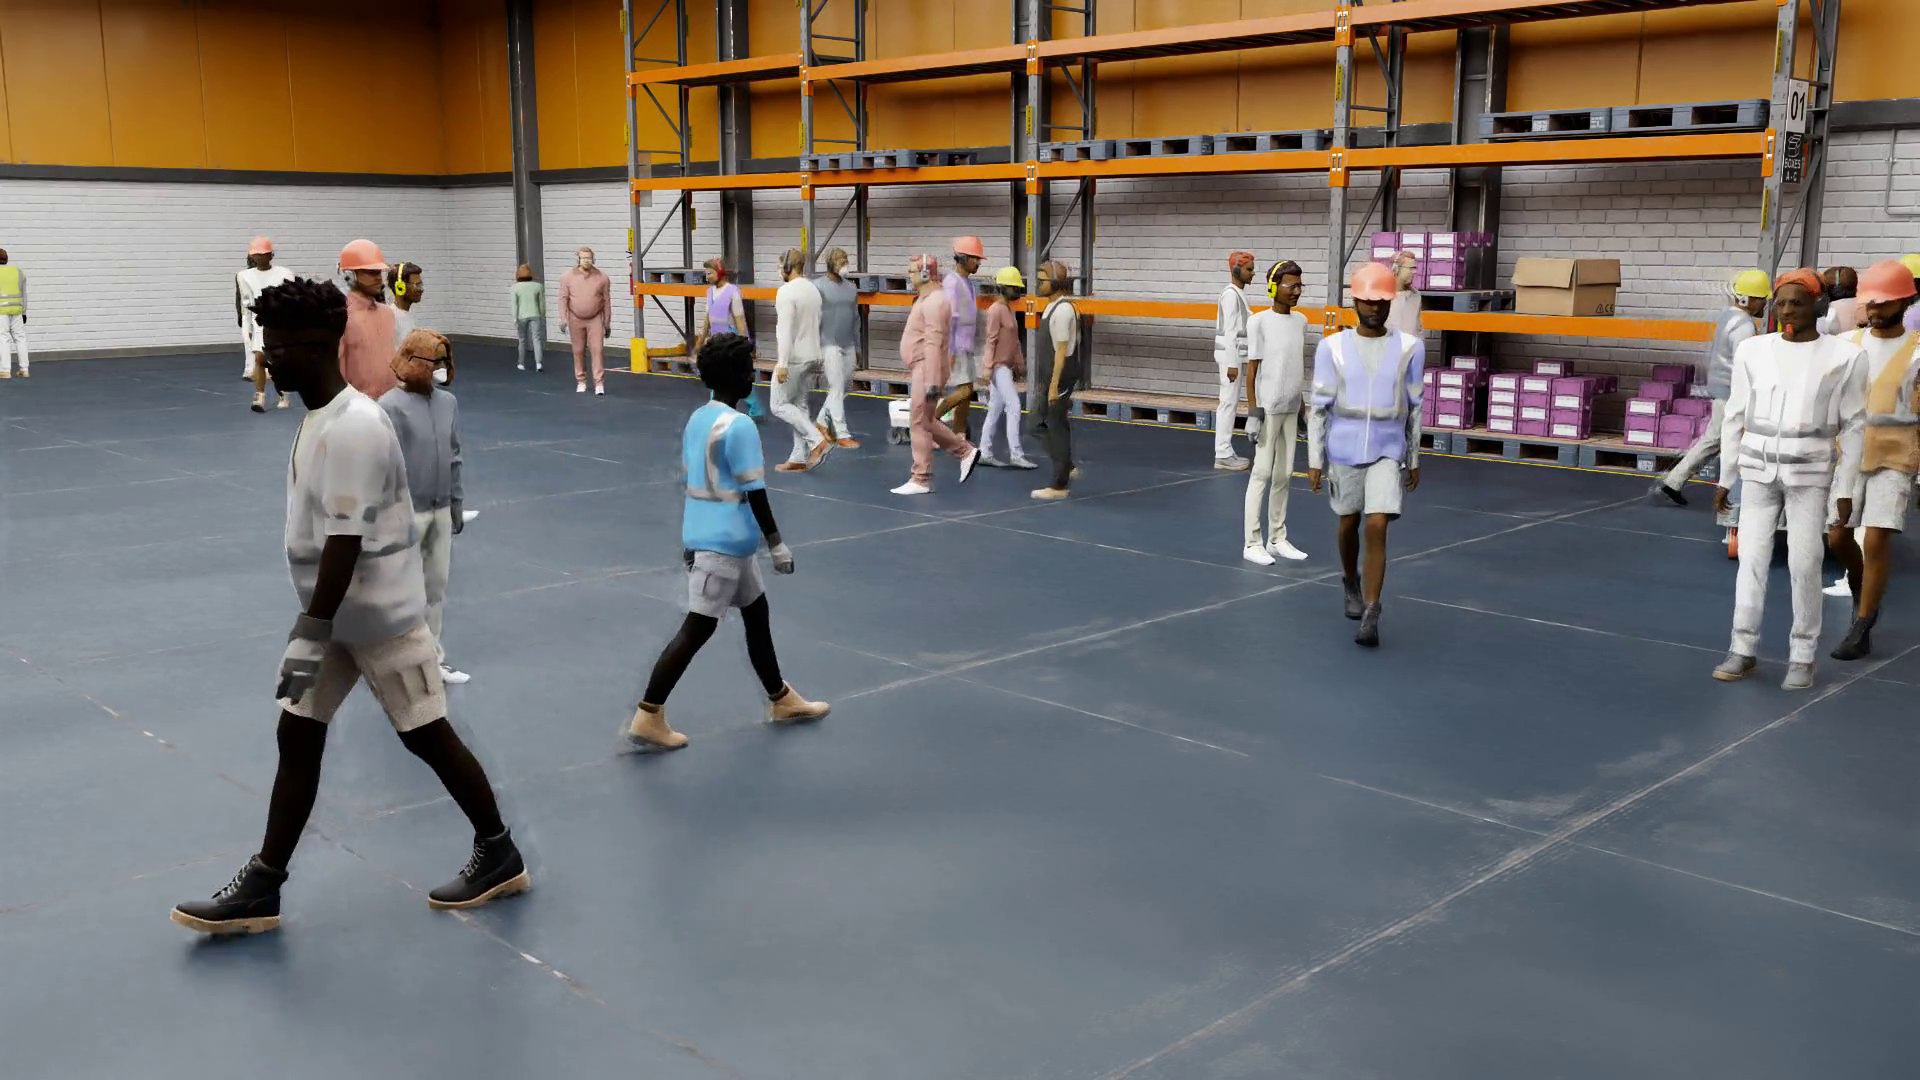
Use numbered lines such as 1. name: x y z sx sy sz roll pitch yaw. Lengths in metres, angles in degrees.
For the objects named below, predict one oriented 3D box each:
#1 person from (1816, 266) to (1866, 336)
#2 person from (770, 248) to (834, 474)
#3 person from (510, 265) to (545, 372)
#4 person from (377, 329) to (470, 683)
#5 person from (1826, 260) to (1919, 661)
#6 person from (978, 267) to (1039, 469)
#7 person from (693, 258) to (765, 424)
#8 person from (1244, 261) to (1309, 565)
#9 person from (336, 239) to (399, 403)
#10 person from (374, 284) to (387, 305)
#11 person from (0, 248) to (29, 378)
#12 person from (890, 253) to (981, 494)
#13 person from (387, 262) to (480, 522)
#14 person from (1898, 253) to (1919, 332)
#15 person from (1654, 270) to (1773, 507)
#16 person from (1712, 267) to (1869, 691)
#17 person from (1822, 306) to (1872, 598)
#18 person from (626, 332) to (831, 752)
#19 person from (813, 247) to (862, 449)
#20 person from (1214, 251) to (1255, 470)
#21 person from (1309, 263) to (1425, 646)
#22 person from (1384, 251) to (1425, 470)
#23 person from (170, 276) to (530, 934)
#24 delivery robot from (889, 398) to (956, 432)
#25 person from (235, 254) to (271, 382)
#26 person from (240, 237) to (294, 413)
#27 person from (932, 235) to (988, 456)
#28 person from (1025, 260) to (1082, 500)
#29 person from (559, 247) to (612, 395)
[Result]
1. person: 6.496 -1.124 12.325 0.632 1.800 0.792 -1 10 -7
2. person: -1.341 -1.498 14.046 0.502 1.918 0.644 4 11 20
3. person: -6.447 -3.314 24.856 0.510 1.591 0.864 -4 11 -23
4. person: -2.371 -0.119 7.351 0.310 1.624 0.492 4 11 23
5. person: 4.459 -0.392 8.054 0.685 1.917 0.562 -9 14 -40
6. person: 0.460 -1.472 14.355 0.722 1.739 0.544 3 11 18
7. person: -2.411 -2.039 17.359 0.908 1.795 0.602 -6 12 -30
8. person: 1.979 -0.785 10.299 0.535 1.866 0.314 -8 13 -37
9. person: -3.472 -0.754 9.777 0.379 1.996 0.611 3 11 17
10. person: -4.780 -1.256 13.395 0.734 1.672 0.533 -7 12 -32
11. person: -13.579 -3.220 23.645 0.430 1.844 0.624 6 12 29
12. person: -0.199 -1.293 13.025 0.645 1.890 0.649 -1 10 -5
13. person: -3.769 -0.991 11.538 0.918 1.821 0.542 0 10 -2
14. person: 6.671 -1.020 11.489 0.769 1.905 0.595 9 14 41
15. person: 5.620 -1.087 12.199 0.909 1.784 0.598 3 11 16
16. person: 3.697 -0.270 7.450 0.584 1.884 0.350 10 14 43
17. person: 5.073 -0.491 9.312 0.310 1.642 0.514 10 14 43
18. person: -0.955 0.002 6.601 0.887 1.653 0.534 -5 11 -23
19. person: -1.206 -1.849 15.984 0.708 1.934 0.645 8 13 38
20. person: 2.386 -1.560 14.479 0.337 1.882 0.583 3 11 14
21. person: 2.055 -0.454 8.444 0.560 1.888 1.016 2 11 13
22. person: 3.846 -1.552 14.443 0.679 1.876 0.791 -7 13 -34
23. person: -1.757 0.204 4.816 1.002 1.915 0.612 -8 13 -35
24. delivery robot: -0.325 -1.230 16.050 0.707 0.478 0.477 6 12 27
25. person: -9.745 -3.099 23.073 0.656 1.803 0.888 -1 10 -7
26. person: -7.936 -2.453 19.066 0.615 1.993 1.004 -2 11 -9
27. person: -0.036 -1.759 15.196 0.571 2.019 0.645 3 11 18
28. person: 0.699 -1.206 12.682 0.398 1.832 0.541 -2 11 -10
29. person: -4.789 -2.802 21.301 0.649 1.893 0.677 -2 11 -10
